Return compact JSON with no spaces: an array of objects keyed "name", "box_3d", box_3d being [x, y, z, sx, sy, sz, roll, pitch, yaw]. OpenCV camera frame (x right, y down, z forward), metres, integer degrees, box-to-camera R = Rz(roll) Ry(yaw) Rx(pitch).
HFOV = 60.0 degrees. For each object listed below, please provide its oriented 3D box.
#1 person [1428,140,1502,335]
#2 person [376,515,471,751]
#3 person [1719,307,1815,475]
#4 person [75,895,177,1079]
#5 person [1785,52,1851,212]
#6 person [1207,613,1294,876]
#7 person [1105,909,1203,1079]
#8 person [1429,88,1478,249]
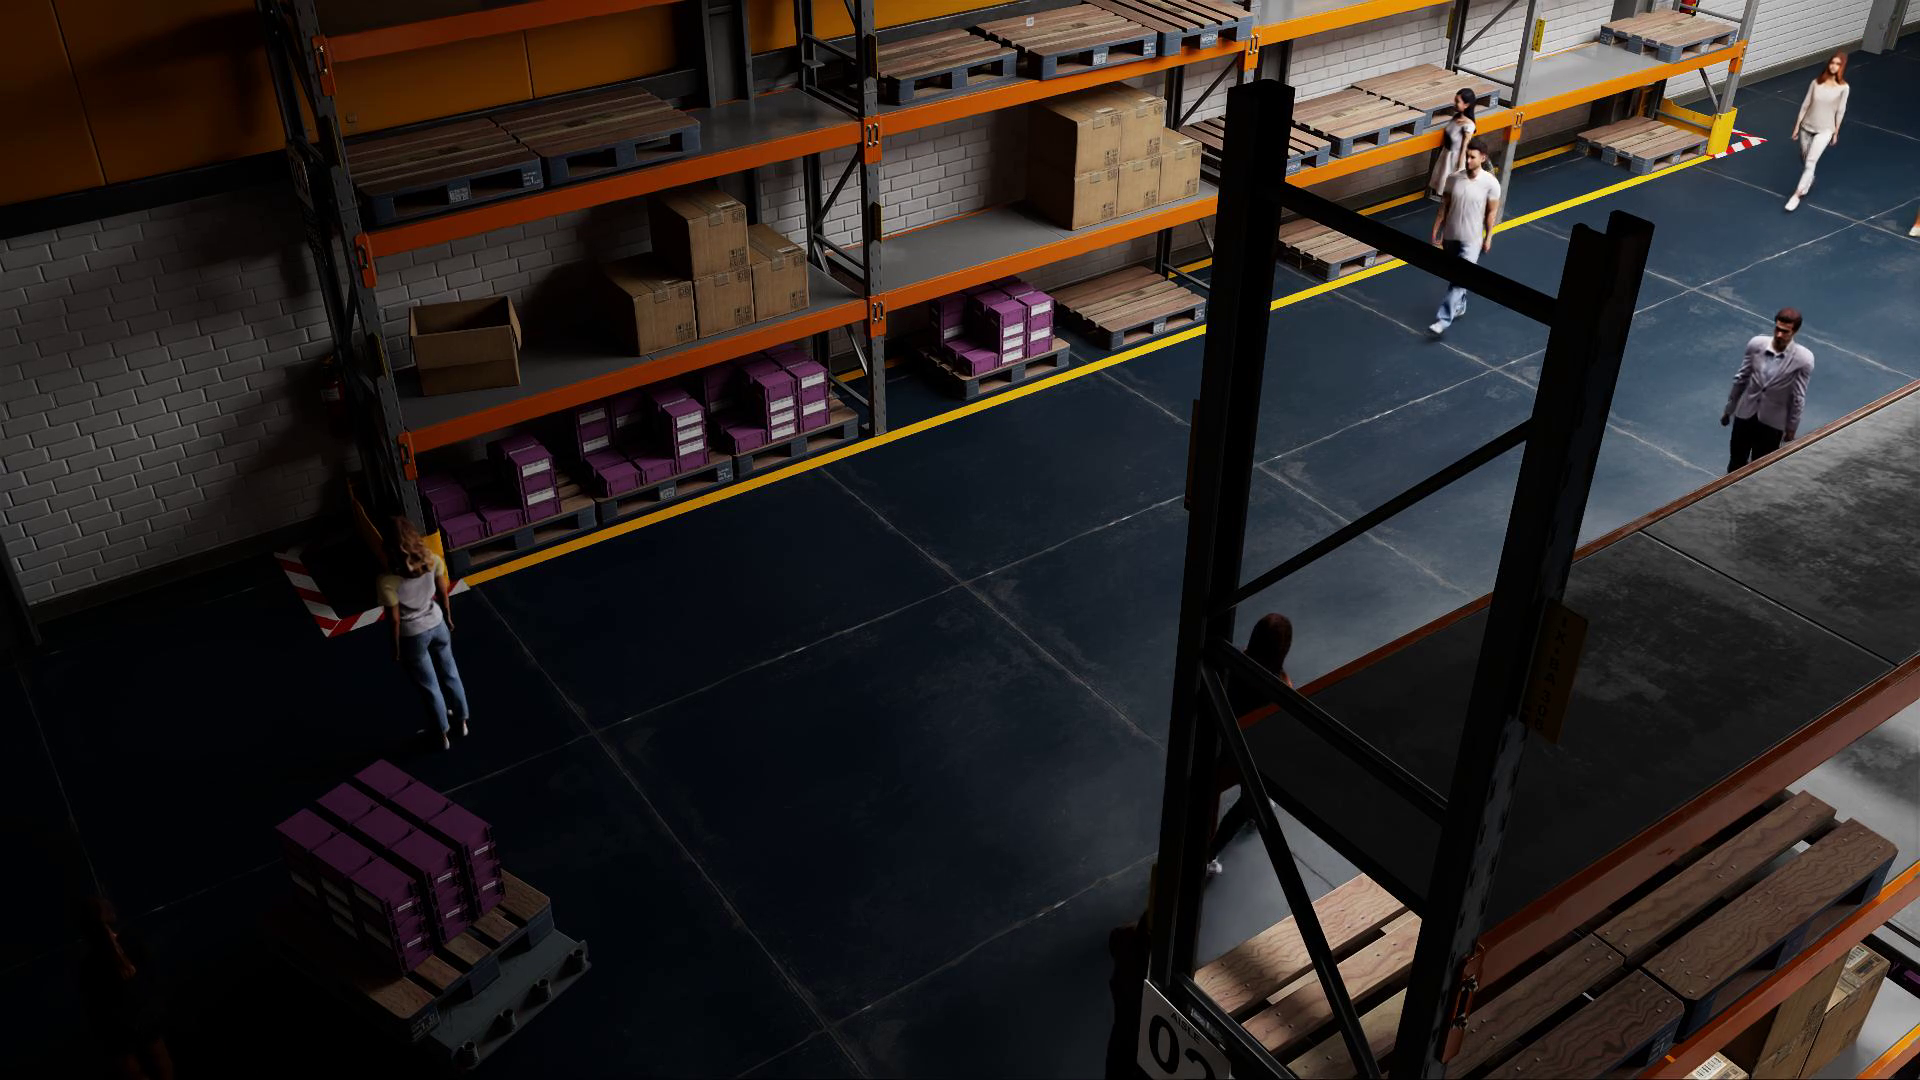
[{"name":"person","box_3d":[4.778,-2.870,15.633,1.125,1.825,0.796,-29,43,-36]},{"name":"person","box_3d":[-3.400,0.591,10.519,0.747,1.722,0.587,23,40,30]},{"name":"person","box_3d":[6.204,-0.971,12.765,0.734,1.837,0.711,-23,40,-31]},{"name":"person","box_3d":[-3.973,2.330,8.062,0.697,1.545,0.692,23,40,30]},{"name":"person","box_3d":[9.414,-4.507,18.220,0.739,1.687,1.105,28,43,35]},{"name":"person","box_3d":[1.647,1.206,9.622,1.090,1.689,0.610,-23,40,-31]},{"name":"person","box_3d":[0.961,2.319,7.864,0.923,1.783,1.237,25,41,33]},{"name":"person","box_3d":[5.050,-3.751,17.009,0.793,1.769,0.772,-4,34,-5]}]
